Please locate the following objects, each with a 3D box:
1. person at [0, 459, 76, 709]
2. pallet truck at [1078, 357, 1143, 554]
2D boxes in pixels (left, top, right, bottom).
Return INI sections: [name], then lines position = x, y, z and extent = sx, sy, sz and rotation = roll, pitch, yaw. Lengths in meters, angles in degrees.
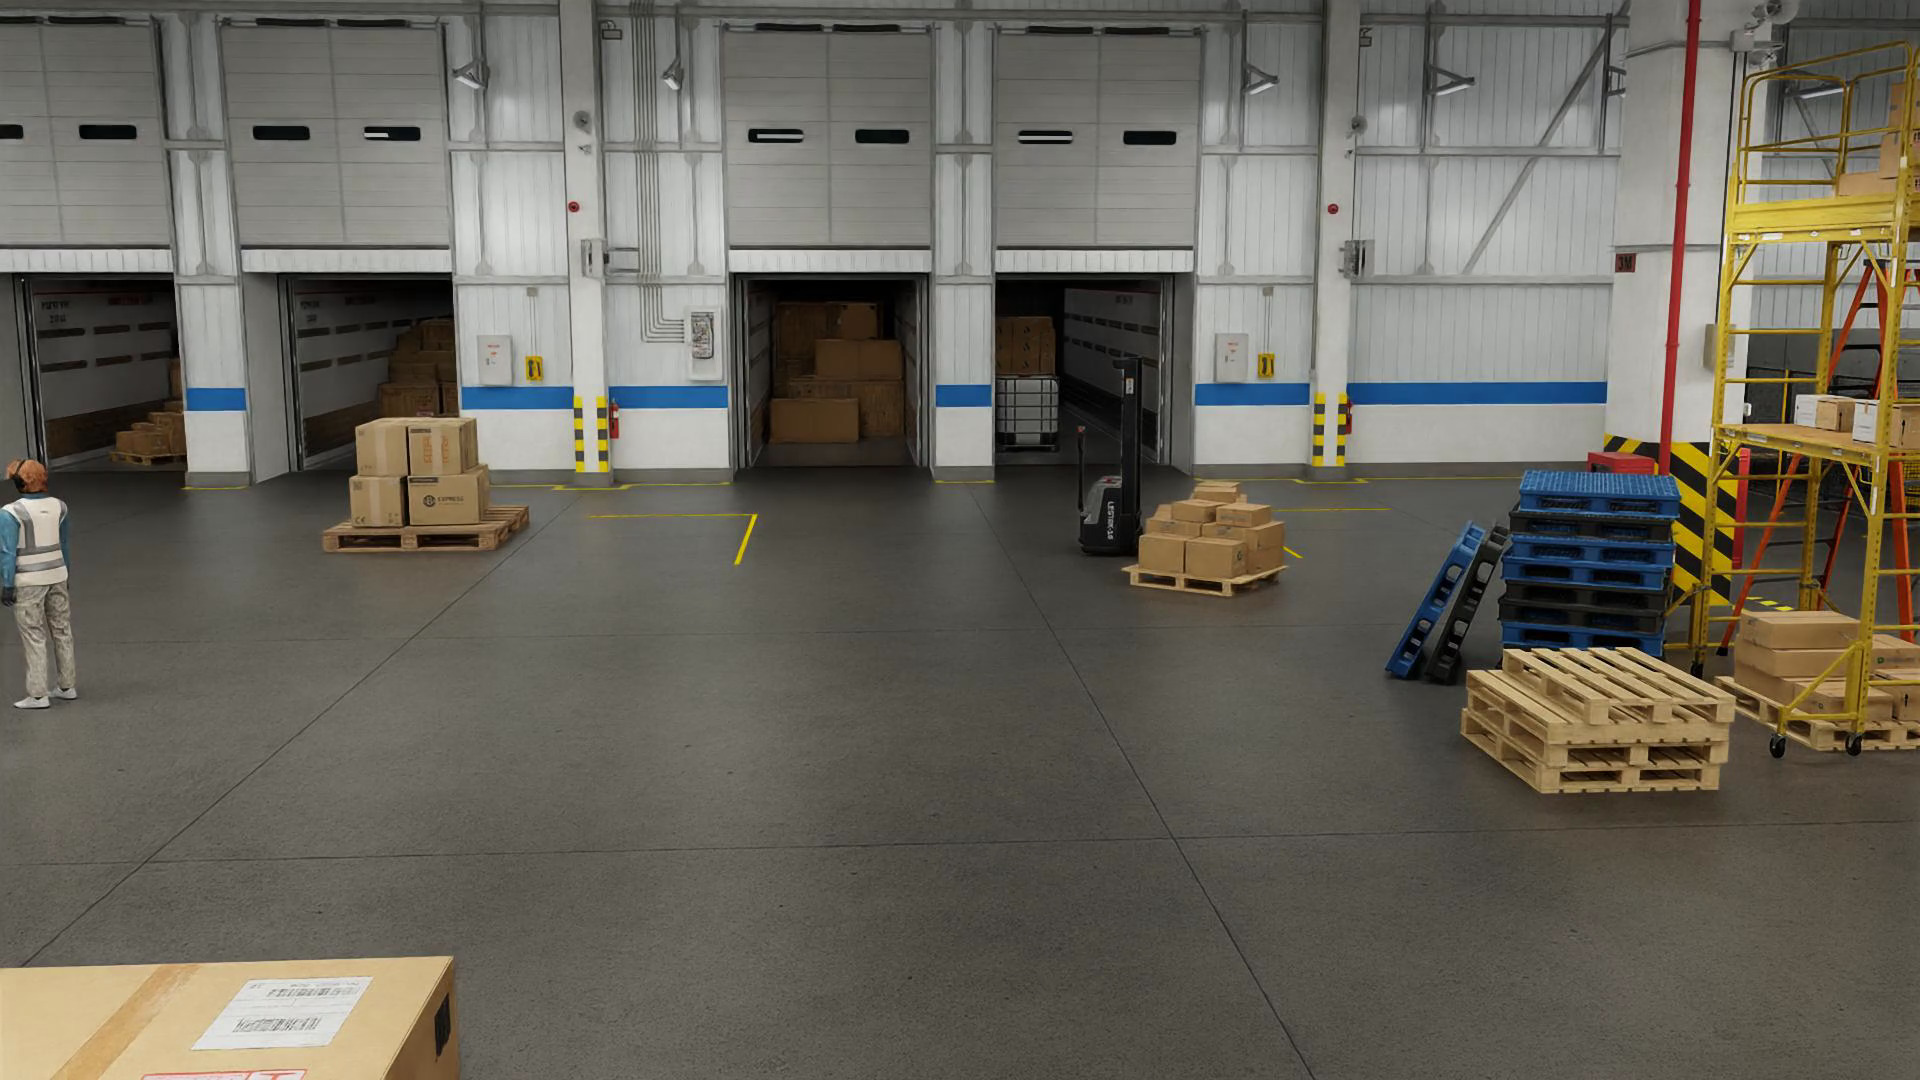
[person]
position = -6.026, 0.284, 10.881
extent = 0.311, 1.633, 0.519
rotation = 3, 9, 17
[pallet truck]
position = 2.088, -0.836, 16.757
extent = 1.885, 1.965, 0.823
rotation = 2, 9, 13
